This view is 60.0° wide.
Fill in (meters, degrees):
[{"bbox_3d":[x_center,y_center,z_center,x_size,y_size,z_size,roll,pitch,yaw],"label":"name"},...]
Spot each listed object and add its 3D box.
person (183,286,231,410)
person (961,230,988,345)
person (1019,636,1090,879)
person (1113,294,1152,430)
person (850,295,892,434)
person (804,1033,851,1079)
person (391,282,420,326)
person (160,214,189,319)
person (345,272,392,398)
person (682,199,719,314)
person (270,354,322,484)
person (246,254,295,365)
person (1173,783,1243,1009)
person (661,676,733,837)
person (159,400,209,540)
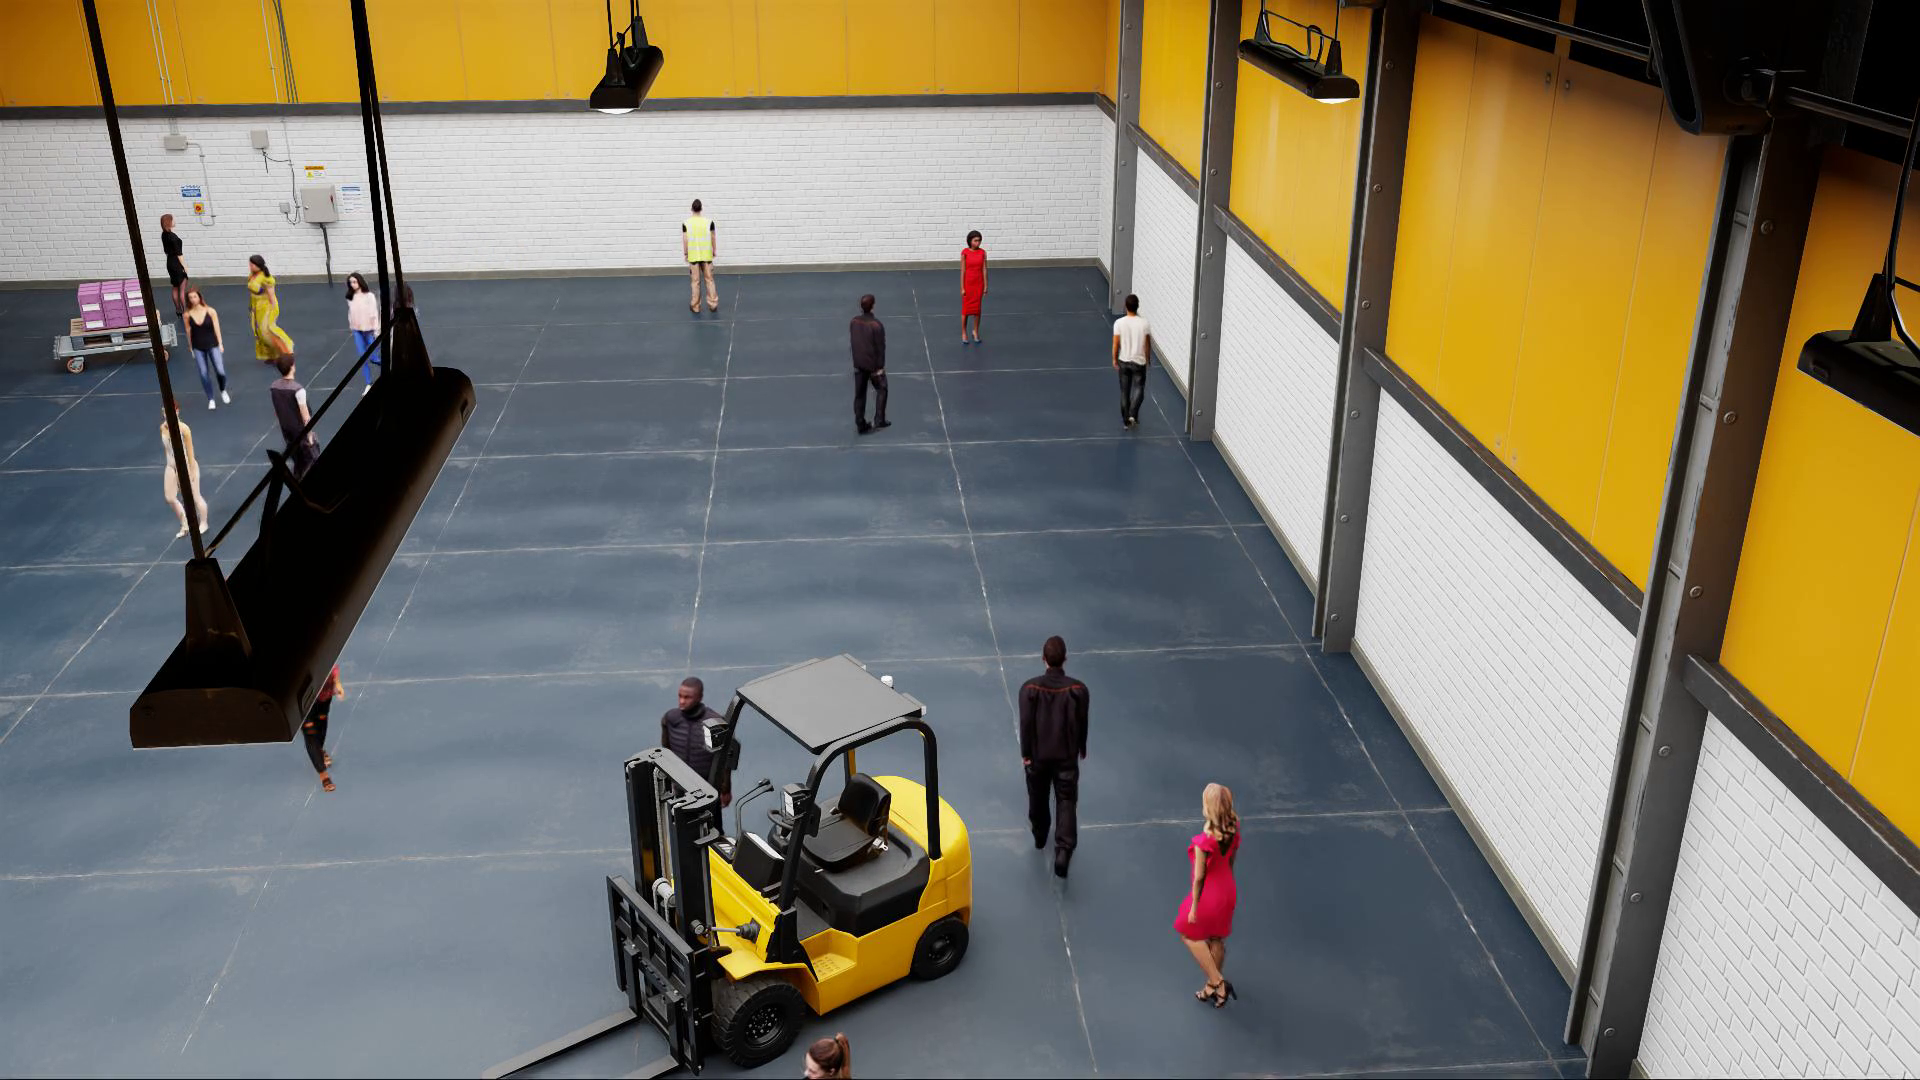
[{"bbox_3d":[-10.257,-2.636,22.644,0.654,1.710,0.697,-8,25,-18],"label":"person"},{"bbox_3d":[0.188,-3.874,25.437,0.619,1.741,0.571,-7,25,-16],"label":"person"},{"bbox_3d":[0.707,1.658,12.597,0.801,1.888,1.187,2,24,3],"label":"person"},{"bbox_3d":[2.244,-2.308,21.779,0.737,1.801,0.740,4,24,8],"label":"person"},{"bbox_3d":[-1.245,-2.263,21.650,0.875,1.821,0.912,11,26,24],"label":"person"},{"bbox_3d":[-0.682,3.351,8.969,0.778,1.692,0.667,-15,28,-31],"label":"person"},{"bbox_3d":[-7.548,-2.610,22.618,0.733,1.682,1.143,3,24,8],"label":"person"},{"bbox_3d":[-12.541,-4.365,26.603,0.648,1.706,0.700,17,29,34],"label":"person"},{"bbox_3d":[-8.224,-2.889,23.167,0.808,1.754,0.942,6,24,14],"label":"person"},{"bbox_3d":[-4.226,-4.622,27.017,0.769,1.845,0.781,-8,25,-18],"label":"person"},{"bbox_3d":[-7.737,-1.221,19.249,0.814,1.836,0.898,9,25,20],"label":"person"},{"bbox_3d":[-10.172,-3.415,24.509,0.990,1.644,1.048,17,29,34],"label":"person"},{"bbox_3d":[1.740,2.422,11.062,0.785,1.719,0.857,-20,31,-38],"label":"person"},{"bbox_3d":[-1.926,1.818,12.298,0.771,1.836,0.705,7,24,15],"label":"person"},{"bbox_3d":[-8.651,-0.829,18.616,0.665,1.624,0.702,5,24,10],"label":"person"}]
